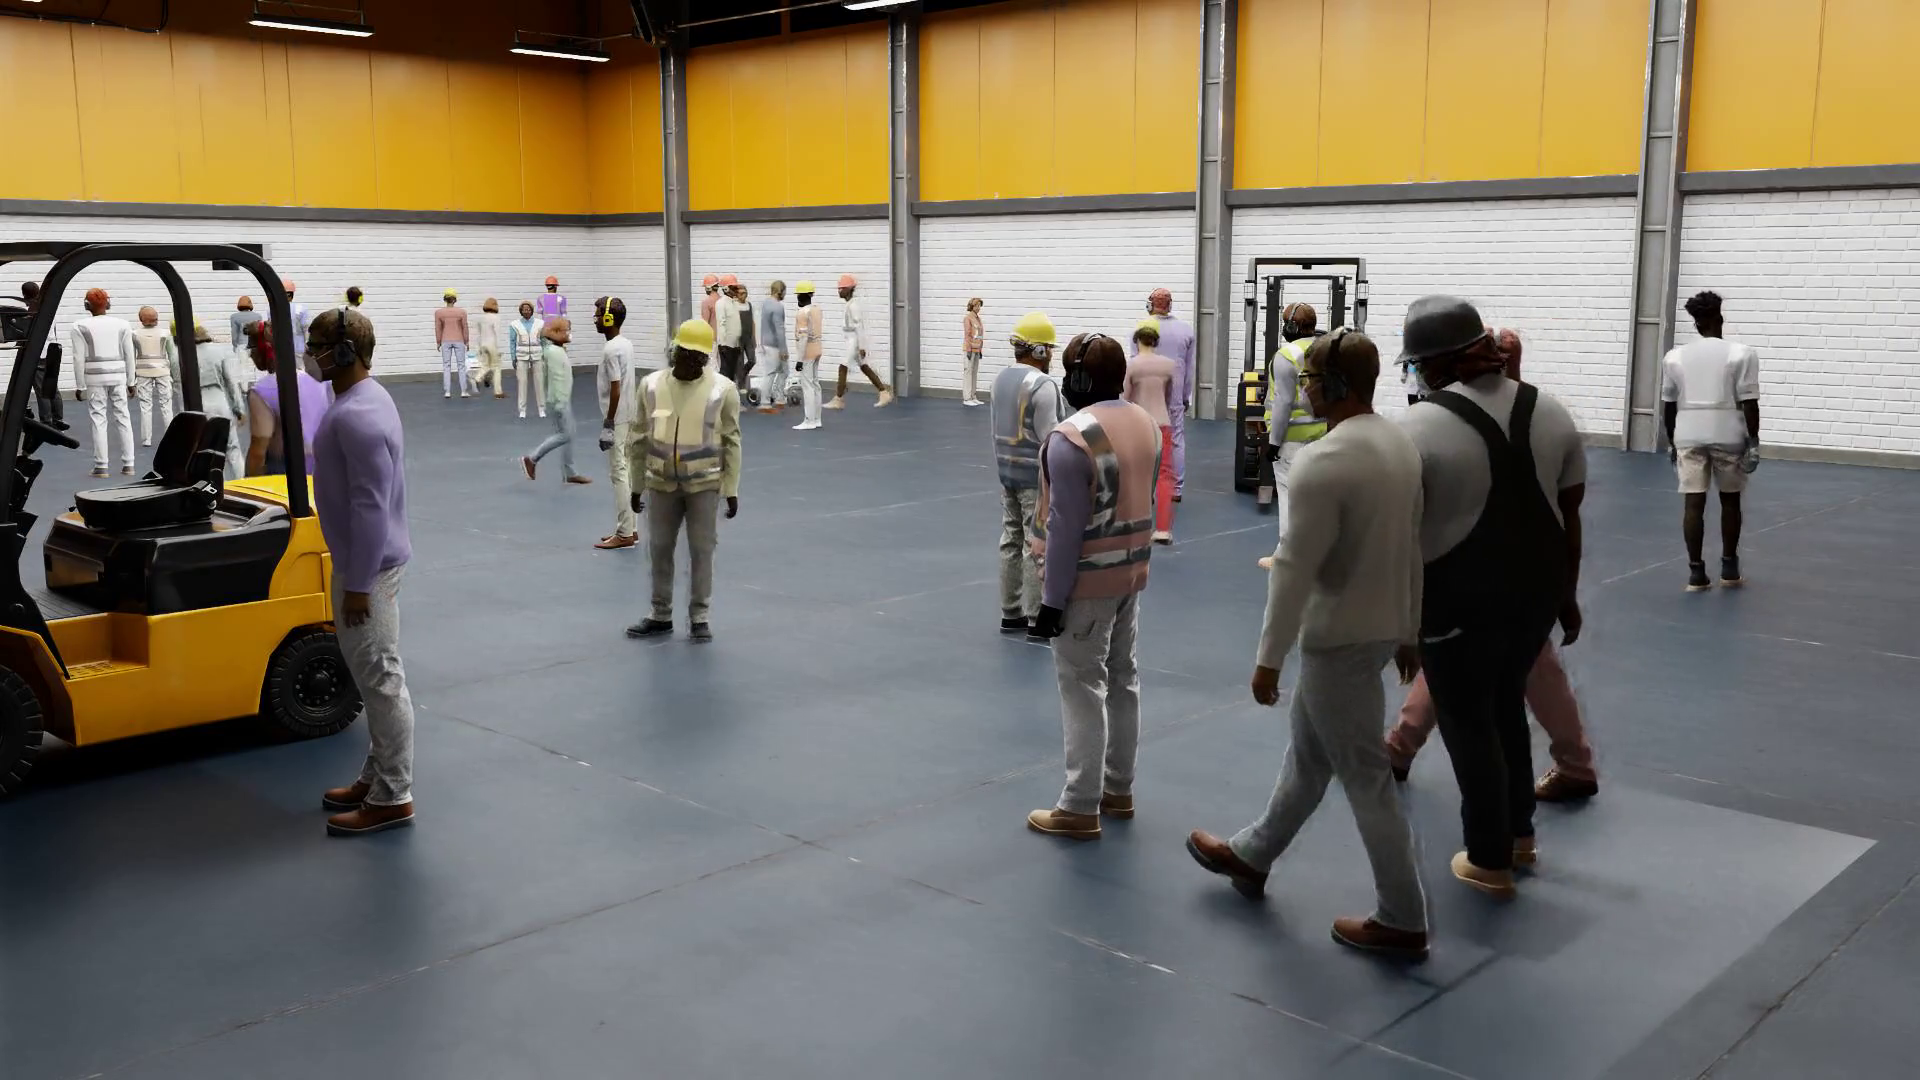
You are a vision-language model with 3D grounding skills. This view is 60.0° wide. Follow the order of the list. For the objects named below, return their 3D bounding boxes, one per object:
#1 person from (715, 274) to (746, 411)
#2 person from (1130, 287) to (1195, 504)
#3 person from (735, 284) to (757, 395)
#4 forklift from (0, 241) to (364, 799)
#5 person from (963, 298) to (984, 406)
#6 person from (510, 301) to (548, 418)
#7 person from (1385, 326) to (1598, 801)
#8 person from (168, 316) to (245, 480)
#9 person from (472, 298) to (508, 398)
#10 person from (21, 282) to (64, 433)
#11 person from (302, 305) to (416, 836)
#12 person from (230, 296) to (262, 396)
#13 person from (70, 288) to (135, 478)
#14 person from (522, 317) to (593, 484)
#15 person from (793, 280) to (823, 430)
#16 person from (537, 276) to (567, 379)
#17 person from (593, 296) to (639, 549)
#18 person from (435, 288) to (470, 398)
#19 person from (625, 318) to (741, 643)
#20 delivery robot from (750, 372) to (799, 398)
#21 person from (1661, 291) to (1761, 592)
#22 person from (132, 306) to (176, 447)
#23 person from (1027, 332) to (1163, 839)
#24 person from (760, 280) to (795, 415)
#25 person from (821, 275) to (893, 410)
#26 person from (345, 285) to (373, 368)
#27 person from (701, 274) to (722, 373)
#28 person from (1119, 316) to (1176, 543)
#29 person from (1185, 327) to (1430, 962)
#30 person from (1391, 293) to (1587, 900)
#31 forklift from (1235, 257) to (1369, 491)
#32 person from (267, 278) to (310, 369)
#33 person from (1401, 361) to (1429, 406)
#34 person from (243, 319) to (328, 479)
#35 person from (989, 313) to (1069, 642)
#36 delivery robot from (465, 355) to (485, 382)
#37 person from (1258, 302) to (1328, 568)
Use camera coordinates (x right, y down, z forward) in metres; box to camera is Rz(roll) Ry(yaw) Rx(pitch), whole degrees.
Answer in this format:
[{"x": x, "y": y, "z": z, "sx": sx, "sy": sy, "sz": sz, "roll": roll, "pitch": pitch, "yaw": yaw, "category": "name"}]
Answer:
[{"x": -3.326, "y": -2.832, "z": 24.011, "sx": 0.375, "sy": 1.997, "sz": 0.611, "roll": 2, "pitch": 9, "yaw": 12, "category": "person"}, {"x": 1.750, "y": -1.269, "z": 14.702, "sx": 0.636, "sy": 1.911, "sz": 0.406, "roll": -4, "pitch": 10, "yaw": -22, "category": "person"}, {"x": -3.598, "y": -3.310, "z": 27.457, "sx": 0.533, "sy": 1.827, "sz": 0.452, "roll": -6, "pitch": 11, "yaw": -34, "category": "person"}, {"x": -3.706, "y": -0.171, "z": 7.093, "sx": 1.214, "sy": 2.155, "sz": 2.313, "roll": 9, "pitch": 13, "yaw": 43, "category": "forklift"}, {"x": 0.198, "y": -2.856, "z": 25.254, "sx": 0.311, "sy": 1.639, "sz": 0.512, "roll": 3, "pitch": 10, "yaw": 20, "category": "person"}, {"x": -5.998, "y": -2.510, "z": 23.163, "sx": 0.508, "sy": 1.631, "sz": 0.310, "roll": -3, "pitch": 10, "yaw": -17, "category": "person"}, {"x": 2.036, "y": 0.102, "z": 6.485, "sx": 1.021, "sy": 1.846, "sz": 0.657, "roll": 1, "pitch": 9, "yaw": 8, "category": "person"}, {"x": -6.262, "y": -1.038, "z": 13.901, "sx": 0.609, "sy": 1.697, "sz": 0.538, "roll": 7, "pitch": 12, "yaw": 37, "category": "person"}, {"x": -7.549, "y": -3.052, "z": 26.517, "sx": 0.545, "sy": 1.615, "sz": 0.537, "roll": 5, "pitch": 11, "yaw": 30, "category": "person"}, {"x": -11.421, "y": -2.246, "z": 20.674, "sx": 0.391, "sy": 1.913, "sz": 0.587, "roll": 1, "pitch": 9, "yaw": 5, "category": "person"}, {"x": -2.219, "y": 0.110, "z": 6.154, "sx": 0.367, "sy": 1.939, "sz": 0.634, "roll": -4, "pitch": 10, "yaw": -21, "category": "person"}, {"x": -11.658, "y": -3.179, "z": 27.245, "sx": 0.499, "sy": 1.633, "sz": 0.279, "roll": -4, "pitch": 10, "yaw": -22, "category": "person"}, {"x": -8.514, "y": -1.561, "z": 16.562, "sx": 0.575, "sy": 1.885, "sz": 0.355, "roll": -9, "pitch": 13, "yaw": -44, "category": "person"}, {"x": -3.861, "y": -1.321, "z": 15.891, "sx": 0.583, "sy": 1.615, "sz": 0.511, "roll": -1, "pitch": 9, "yaw": -8, "category": "person"}, {"x": -1.974, "y": -2.384, "z": 21.476, "sx": 0.366, "sy": 1.926, "sz": 0.594, "roll": 3, "pitch": 10, "yaw": 16, "category": "person"}, {"x": -7.670, "y": -3.994, "z": 31.327, "sx": 0.547, "sy": 1.934, "sz": 0.375, "roll": -1, "pitch": 9, "yaw": -5, "category": "person"}, {"x": -2.569, "y": -0.866, "z": 12.344, "sx": 0.328, "sy": 1.872, "sz": 0.509, "roll": 0, "pitch": 9, "yaw": 0, "category": "person"}, {"x": -8.162, "y": -3.162, "z": 26.766, "sx": 0.524, "sy": 1.760, "sz": 0.327, "roll": -1, "pitch": 9, "yaw": -9, "category": "person"}, {"x": -1.566, "y": -0.316, "z": 9.216, "sx": 0.719, "sy": 1.800, "sz": 0.405, "roll": 1, "pitch": 9, "yaw": 6, "category": "person"}, {"x": -2.810, "y": -2.355, "z": 25.208, "sx": 0.707, "sy": 0.478, "sz": 0.477, "roll": 4, "pitch": 10, "yaw": 22, "category": "delivery robot"}, {"x": 4.870, "y": -0.644, "z": 10.808, "sx": 0.641, "sy": 1.923, "sz": 0.664, "roll": 7, "pitch": 11, "yaw": 36, "category": "person"}, {"x": -9.403, "y": -1.903, "z": 19.391, "sx": 0.522, "sy": 1.645, "sz": 0.306, "roll": -4, "pitch": 10, "yaw": -23, "category": "person"}, {"x": 0.474, "y": 0.167, "z": 6.101, "sx": 0.429, "sy": 1.844, "sz": 0.626, "roll": 6, "pitch": 11, "yaw": 34, "category": "person"}, {"x": -2.548, "y": -2.718, "z": 23.533, "sx": 0.665, "sy": 1.913, "sz": 0.664, "roll": -3, "pitch": 10, "yaw": -19, "category": "person"}, {"x": -1.490, "y": -2.907, "z": 24.528, "sx": 1.077, "sy": 1.993, "sz": 0.618, "roll": -1, "pitch": 9, "yaw": -7, "category": "person"}, {"x": -8.227, "y": -2.516, "z": 22.522, "sx": 0.537, "sy": 1.850, "sz": 0.586, "roll": 0, "pitch": 9, "yaw": 0, "category": "person"}, {"x": -3.815, "y": -3.119, "z": 25.807, "sx": 0.407, "sy": 1.987, "sz": 0.614, "roll": 6, "pitch": 11, "yaw": 31, "category": "person"}, {"x": 1.397, "y": -0.855, "z": 12.780, "sx": 0.530, "sy": 1.701, "sz": 0.962, "roll": -3, "pitch": 10, "yaw": -19, "category": "person"}, {"x": 1.095, "y": 0.295, "z": 5.152, "sx": 0.938, "sy": 1.888, "sz": 0.654, "roll": 7, "pitch": 12, "yaw": 38, "category": "person"}, {"x": 1.695, "y": 0.156, "z": 5.553, "sx": 0.715, "sy": 2.000, "sz": 0.582, "roll": -3, "pitch": 10, "yaw": -17, "category": "person"}, {"x": 3.309, "y": -1.629, "z": 16.029, "sx": 1.214, "sy": 2.155, "sz": 2.313, "roll": 2, "pitch": 9, "yaw": 11, "category": "forklift"}, {"x": -9.183, "y": -2.612, "z": 22.830, "sx": 0.545, "sy": 1.942, "sz": 0.350, "roll": -2, "pitch": 9, "yaw": -10, "category": "person"}, {"x": 5.482, "y": -2.006, "z": 19.882, "sx": 0.534, "sy": 1.692, "sz": 0.320, "roll": -7, "pitch": 11, "yaw": -35, "category": "person"}, {"x": -3.623, "y": -0.250, "z": 8.759, "sx": 0.882, "sy": 1.802, "sz": 0.583, "roll": 2, "pitch": 9, "yaw": 9, "category": "person"}, {"x": 0.408, "y": -0.349, "z": 9.309, "sx": 0.404, "sy": 1.827, "sz": 0.586, "roll": -5, "pitch": 11, "yaw": -30, "category": "person"}, {"x": -8.591, "y": -3.016, "z": 29.263, "sx": 0.477, "sy": 0.478, "sz": 0.707, "roll": -5, "pitch": 10, "yaw": -26, "category": "delivery robot"}, {"x": 2.314, "y": -0.713, "z": 11.493, "sx": 0.429, "sy": 1.844, "sz": 0.626, "roll": 8, "pitch": 13, "yaw": 42, "category": "person"}]
